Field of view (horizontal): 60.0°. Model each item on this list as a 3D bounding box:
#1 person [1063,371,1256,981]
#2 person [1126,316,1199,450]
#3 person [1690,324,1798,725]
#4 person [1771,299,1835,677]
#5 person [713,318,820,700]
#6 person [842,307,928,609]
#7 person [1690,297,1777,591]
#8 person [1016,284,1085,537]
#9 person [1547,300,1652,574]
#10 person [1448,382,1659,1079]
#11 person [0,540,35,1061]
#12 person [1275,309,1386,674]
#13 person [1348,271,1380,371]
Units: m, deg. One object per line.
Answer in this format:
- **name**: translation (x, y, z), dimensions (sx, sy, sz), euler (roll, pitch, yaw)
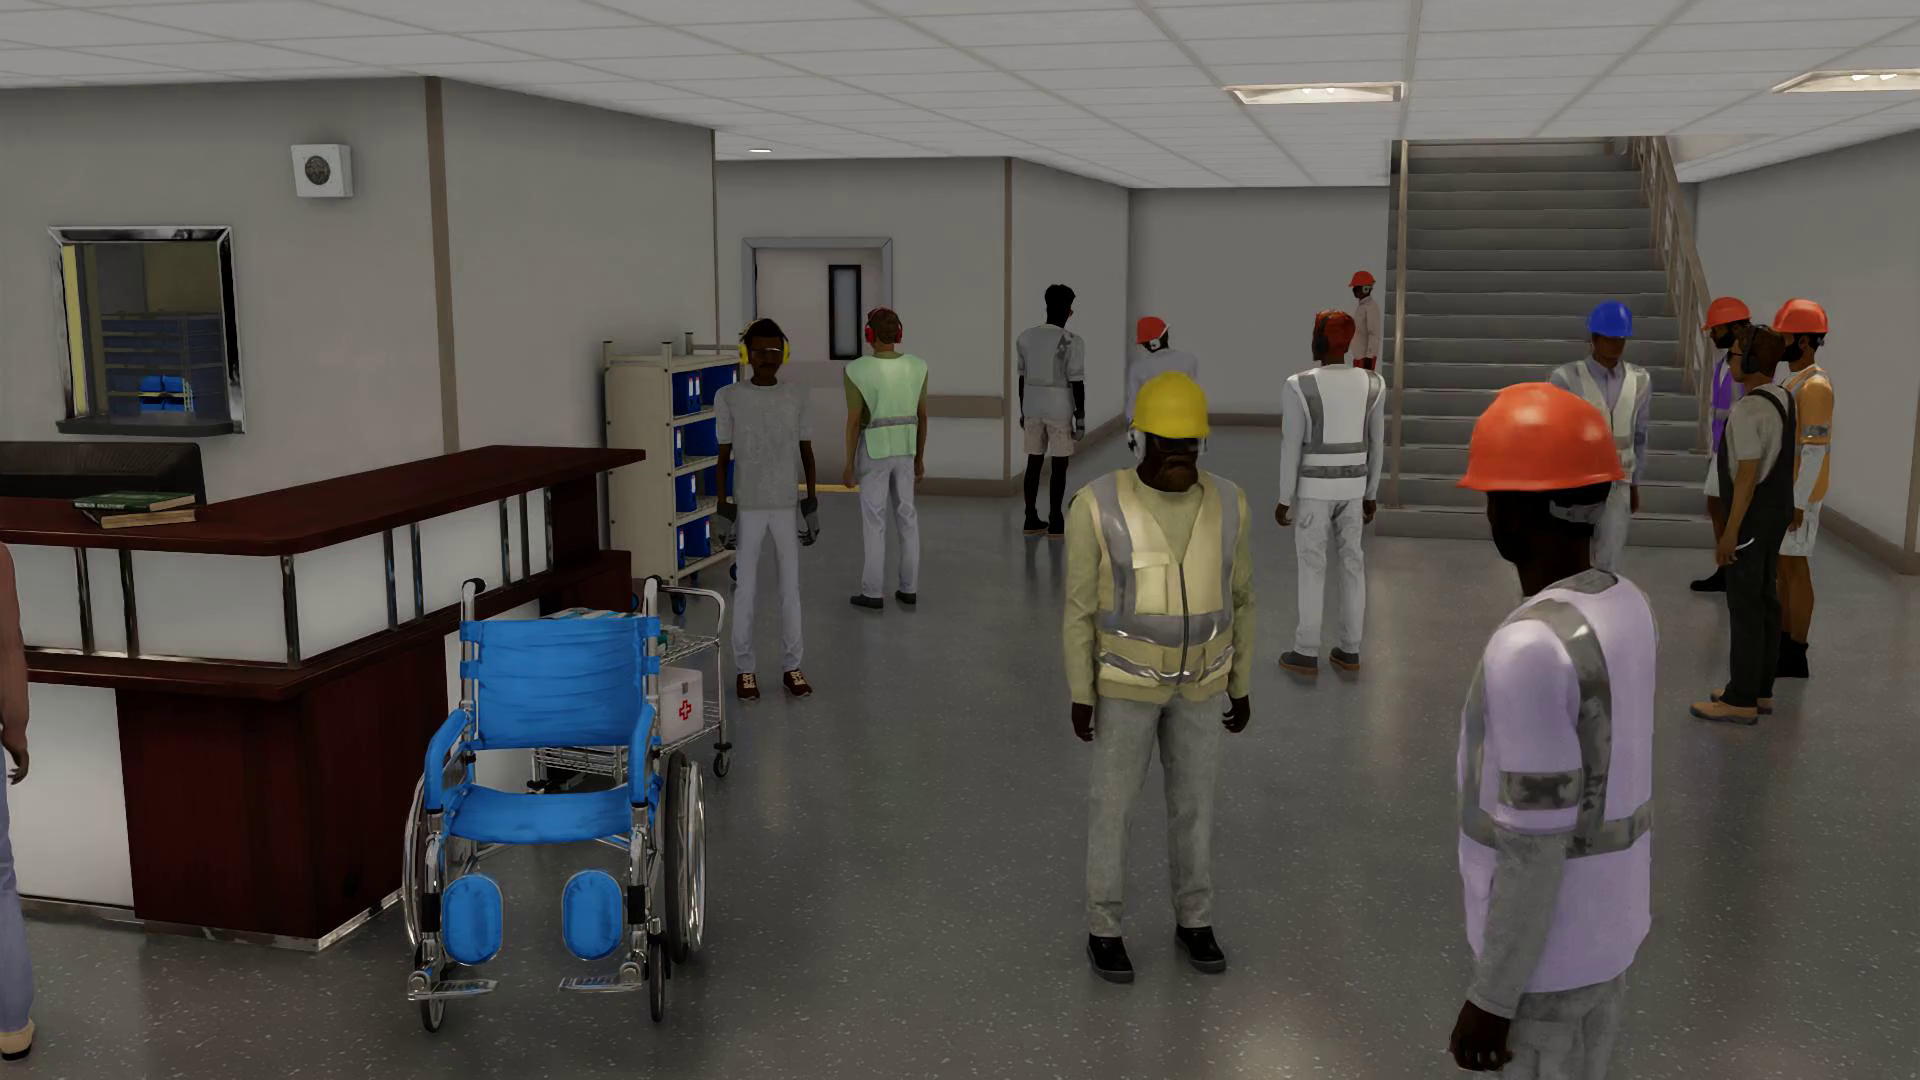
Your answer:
- **person**: translation (0.599, 0.408, 4.960), dimensions (0.596, 1.824, 0.403), euler (-2, 10, -14)
- **person**: translation (1.578, -0.881, 12.899), dimensions (0.601, 1.701, 0.510), euler (0, 10, -2)
- **person**: translation (3.643, -0.069, 7.684), dimensions (0.506, 1.846, 0.351), euler (-9, 13, -43)
- **person**: translation (4.252, -0.260, 8.541), dimensions (0.359, 1.939, 0.543), euler (3, 10, 15)
- **person**: translation (-0.938, -0.146, 8.111), dimensions (0.508, 1.862, 0.326), euler (-3, 10, -16)
- **person**: translation (-0.452, -0.495, 10.204), dimensions (0.565, 1.846, 0.390), euler (-6, 11, -31)
- **person**: translation (4.917, -0.578, 10.515), dimensions (0.524, 1.904, 0.575), euler (0, 10, 0)
- **person**: translation (0.710, -0.988, 12.807), dimensions (0.615, 1.951, 0.389), euler (7, 12, 36)
- **person**: translation (3.423, -0.353, 9.132), dimensions (0.624, 1.924, 0.722), euler (-1, 10, -7)
- **person**: translation (1.013, 0.691, 2.958), dimensions (0.376, 1.934, 0.547), euler (7, 12, 37)
- **person**: translation (-2.701, 0.543, 4.320), dimensions (0.300, 1.771, 0.532), euler (9, 13, 44)
- **person**: translation (1.905, -0.242, 8.599), dimensions (0.575, 1.883, 0.355), euler (-3, 10, -16)
- **person**: translation (4.801, -2.209, 19.856), dimensions (0.401, 1.989, 0.623), euler (0, 10, 0)
